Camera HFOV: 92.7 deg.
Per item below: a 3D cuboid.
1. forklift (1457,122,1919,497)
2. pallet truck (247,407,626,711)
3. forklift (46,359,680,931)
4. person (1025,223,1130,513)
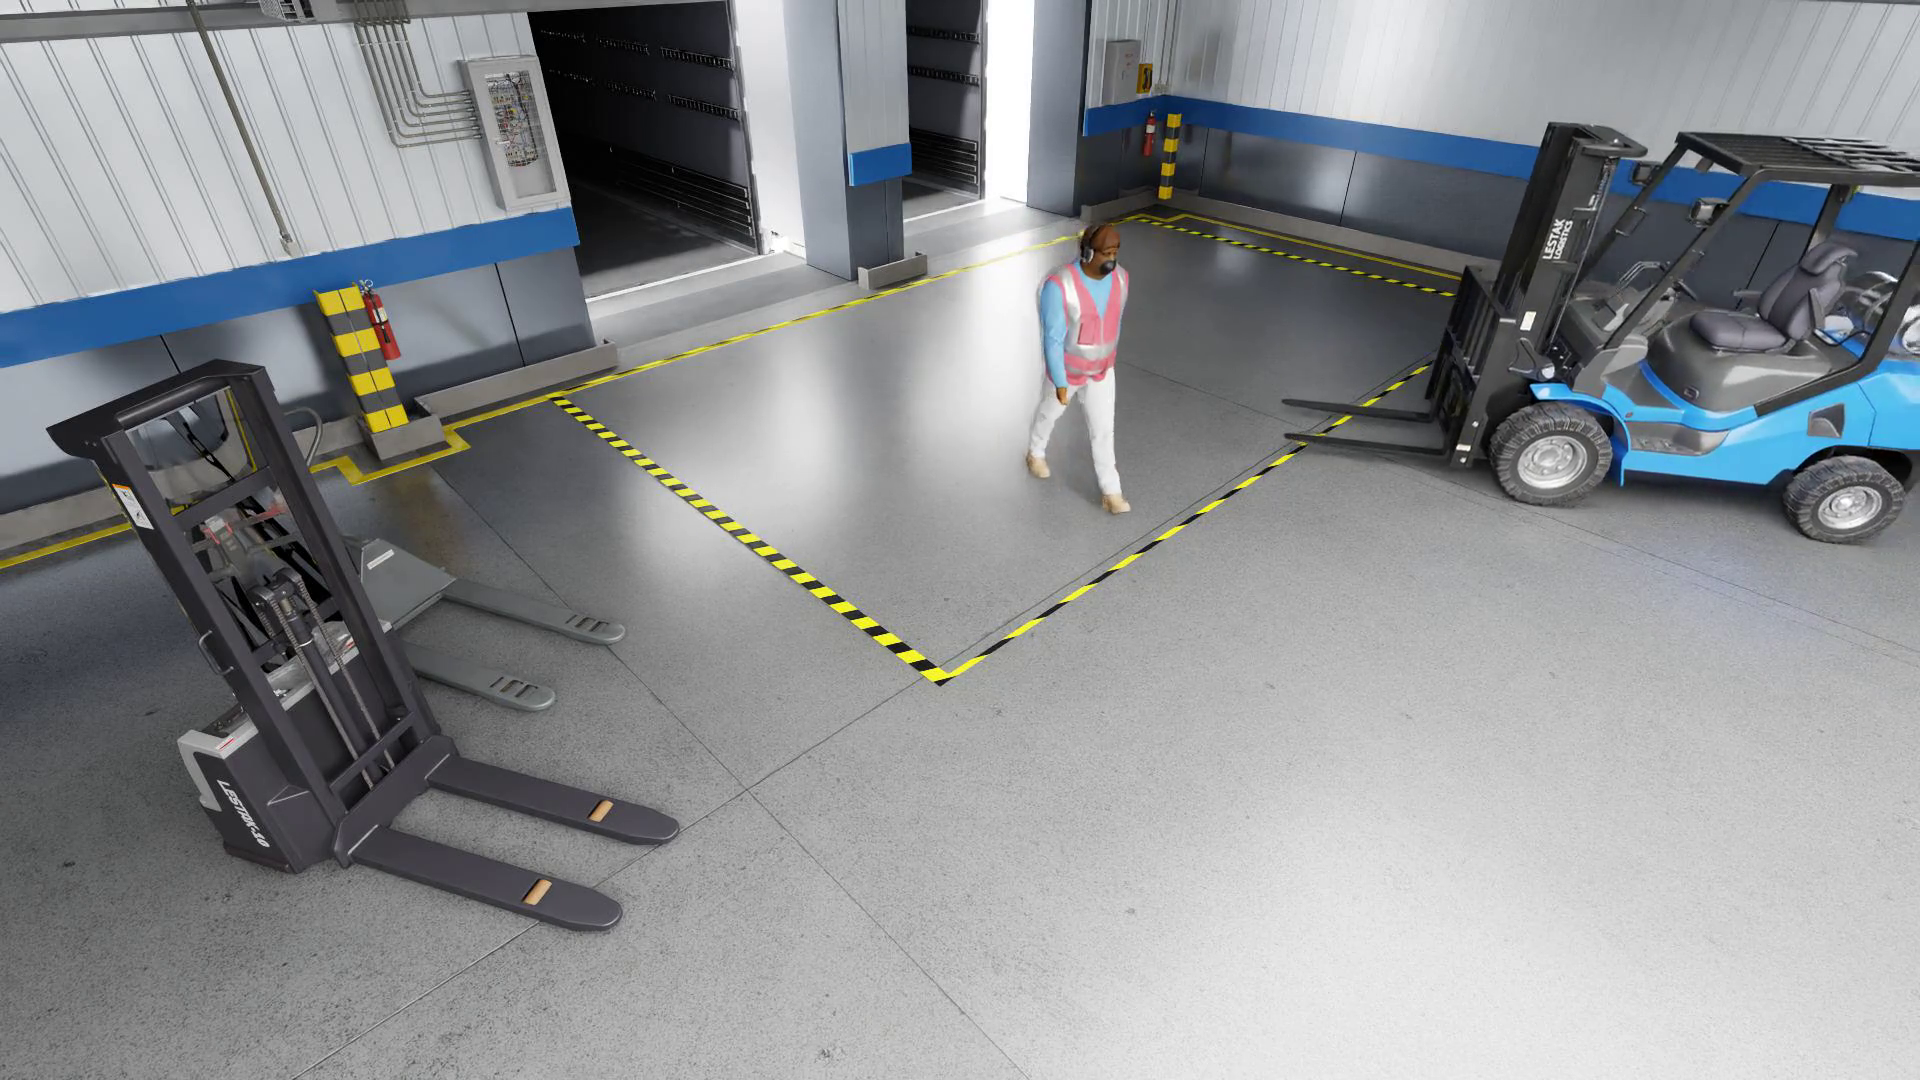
[{"bbox_3d":[4.717,-1.418,5.743,2.680,2.036,1.157,8,35,12],"label":"forklift"},{"bbox_3d":[-2.628,0.038,4.590,1.601,1.201,0.680,12,36,18],"label":"pallet truck"},{"bbox_3d":[-2.135,0.422,3.354,1.885,1.965,0.823,10,35,14],"label":"forklift"},{"bbox_3d":[0.771,-1.064,5.720,0.617,1.785,1.013,-13,36,-19],"label":"person"}]
